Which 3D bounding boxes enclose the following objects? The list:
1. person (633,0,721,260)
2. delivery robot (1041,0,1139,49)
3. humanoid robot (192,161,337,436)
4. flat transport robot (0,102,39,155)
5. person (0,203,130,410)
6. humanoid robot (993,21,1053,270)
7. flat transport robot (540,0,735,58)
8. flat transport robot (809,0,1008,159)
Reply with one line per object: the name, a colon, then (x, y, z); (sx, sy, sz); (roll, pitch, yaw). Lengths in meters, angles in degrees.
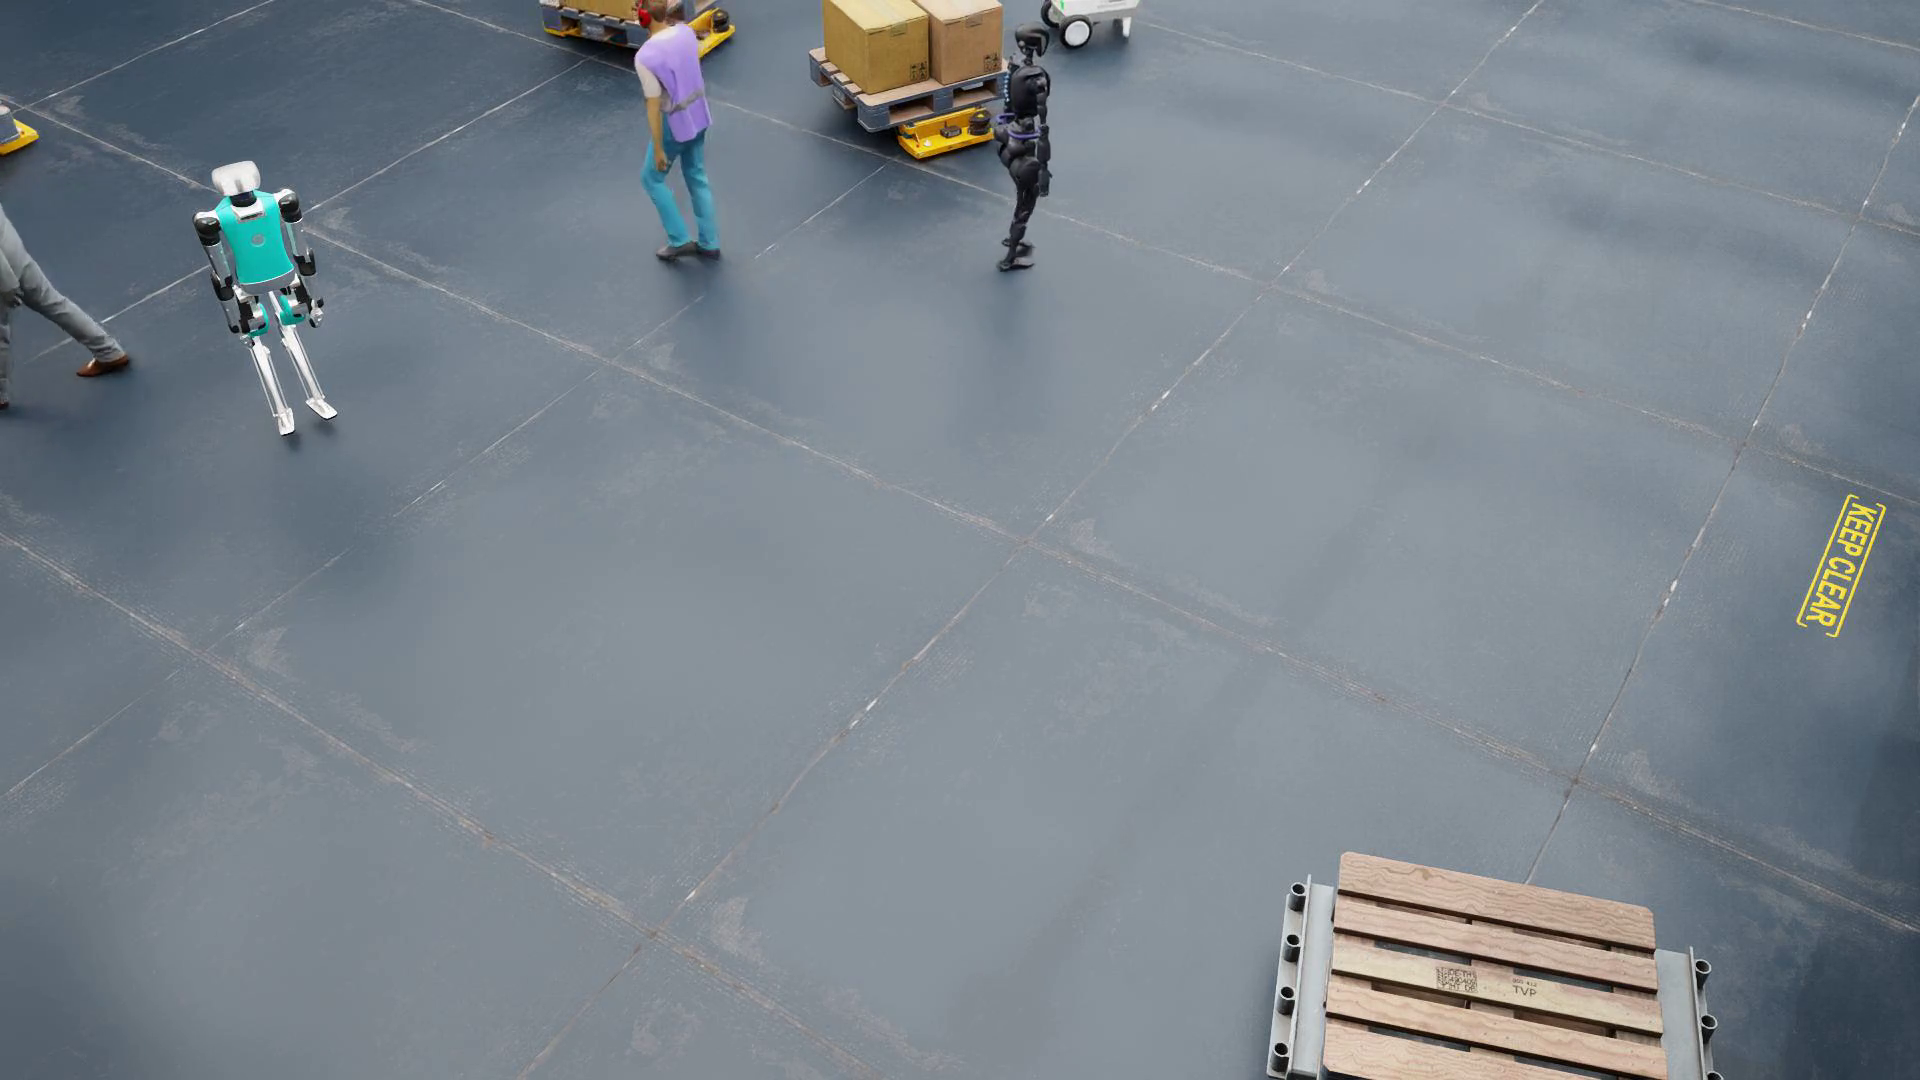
person: (-1.815, -2.601, 10.525); (0.519, 1.816, 0.587); (20, 46, 21)
delivery robot: (1.048, -4.303, 13.394); (0.785, 0.614, 0.523); (-12, 43, -13)
humanoid robot: (-3.822, -1.384, 9.126); (0.533, 1.677, 0.735); (-24, 47, -25)
flat transport robot: (-7.435, -2.753, 11.860); (0.659, 0.231, 1.431); (27, 48, 27)
person: (-5.457, -1.586, 9.372); (0.983, 1.852, 0.654); (-14, 44, -16)
humanoid robot: (0.406, -2.474, 10.487); (0.358, 1.645, 0.609); (-16, 44, -17)
flat transport robot: (-2.608, -4.190, 13.468); (1.431, 0.231, 0.659); (18, 45, 19)
flat transport robot: (-0.368, -3.303, 12.476); (0.659, 0.231, 1.431); (-21, 46, -21)
